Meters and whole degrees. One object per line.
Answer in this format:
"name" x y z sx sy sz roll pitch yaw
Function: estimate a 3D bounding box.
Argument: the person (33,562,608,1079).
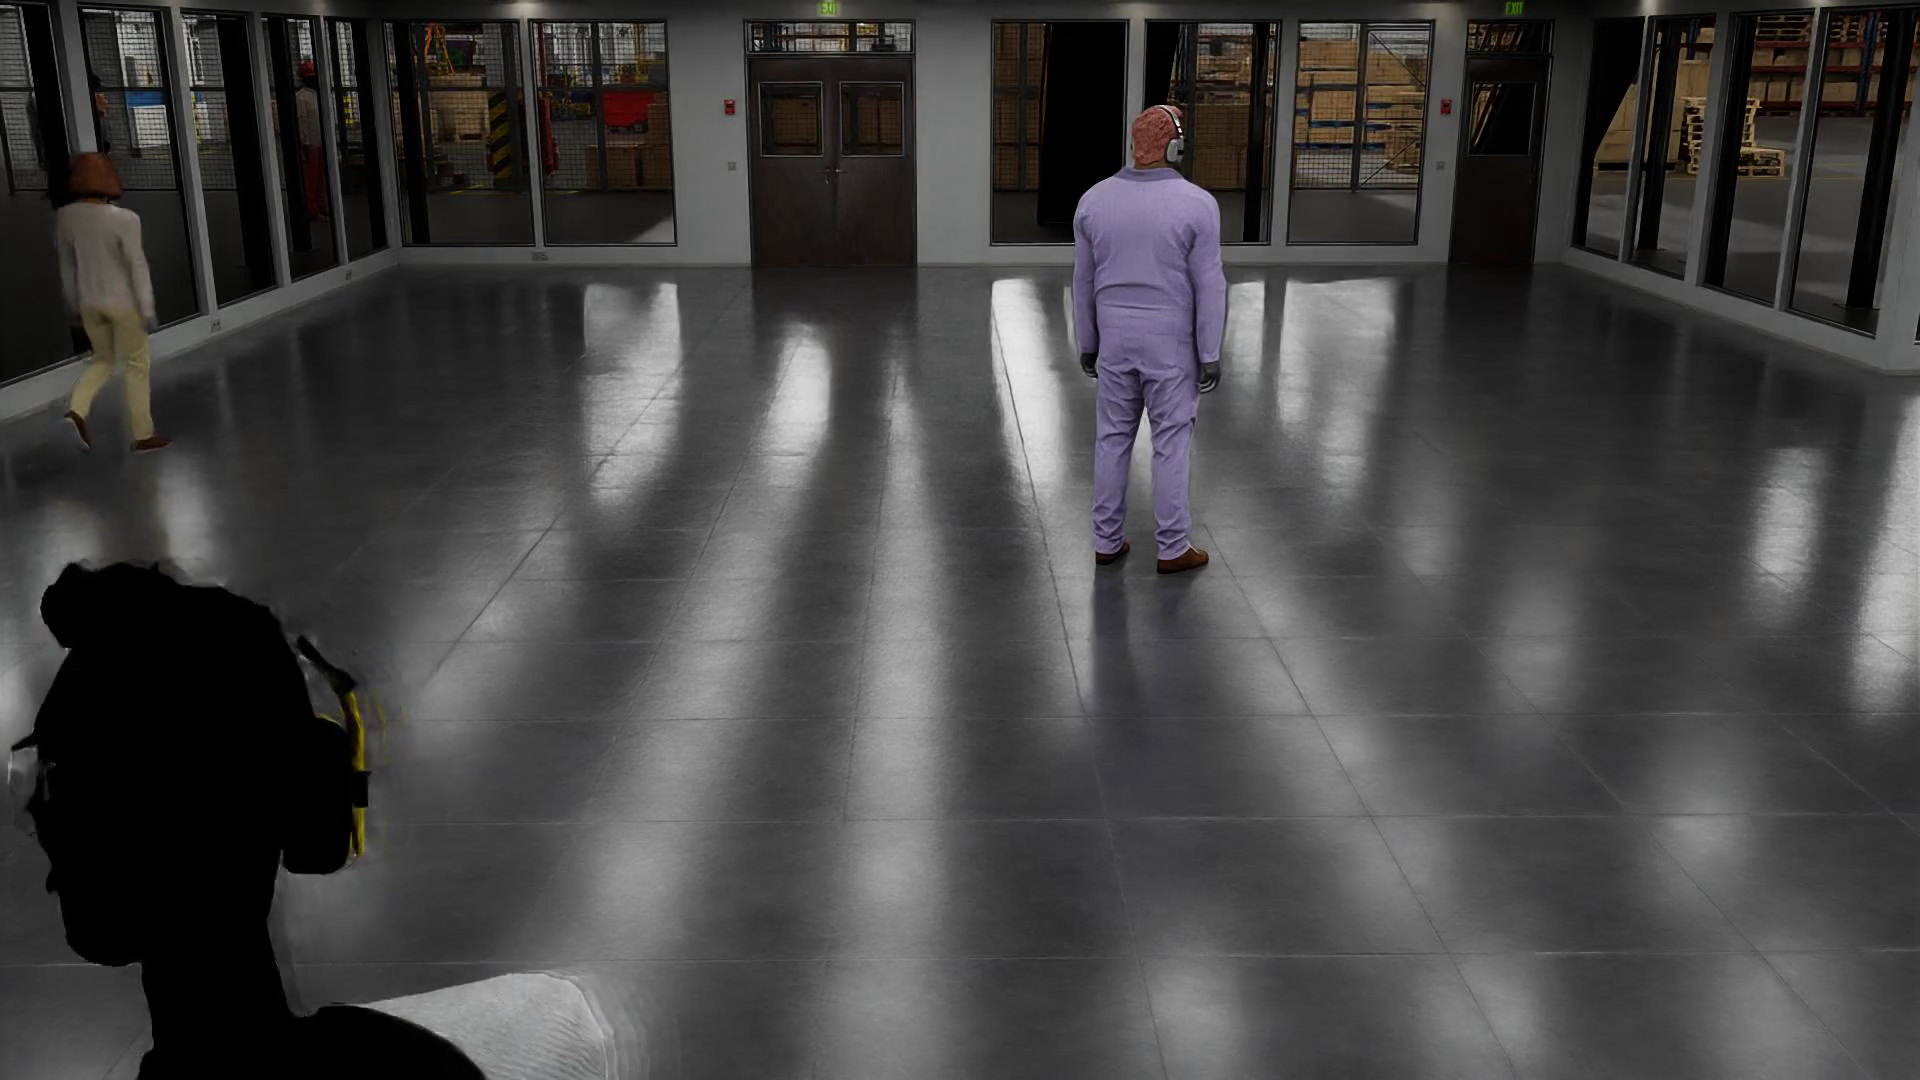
"person" -0.446 0.896 1.157 0.522 1.859 0.330 -13 21 -37

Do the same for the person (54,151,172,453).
"person" -4.512 -1.222 8.767 0.504 1.617 0.556 3 17 11

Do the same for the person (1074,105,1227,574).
"person" 0.792 -0.811 6.865 0.652 1.906 0.404 10 19 30
